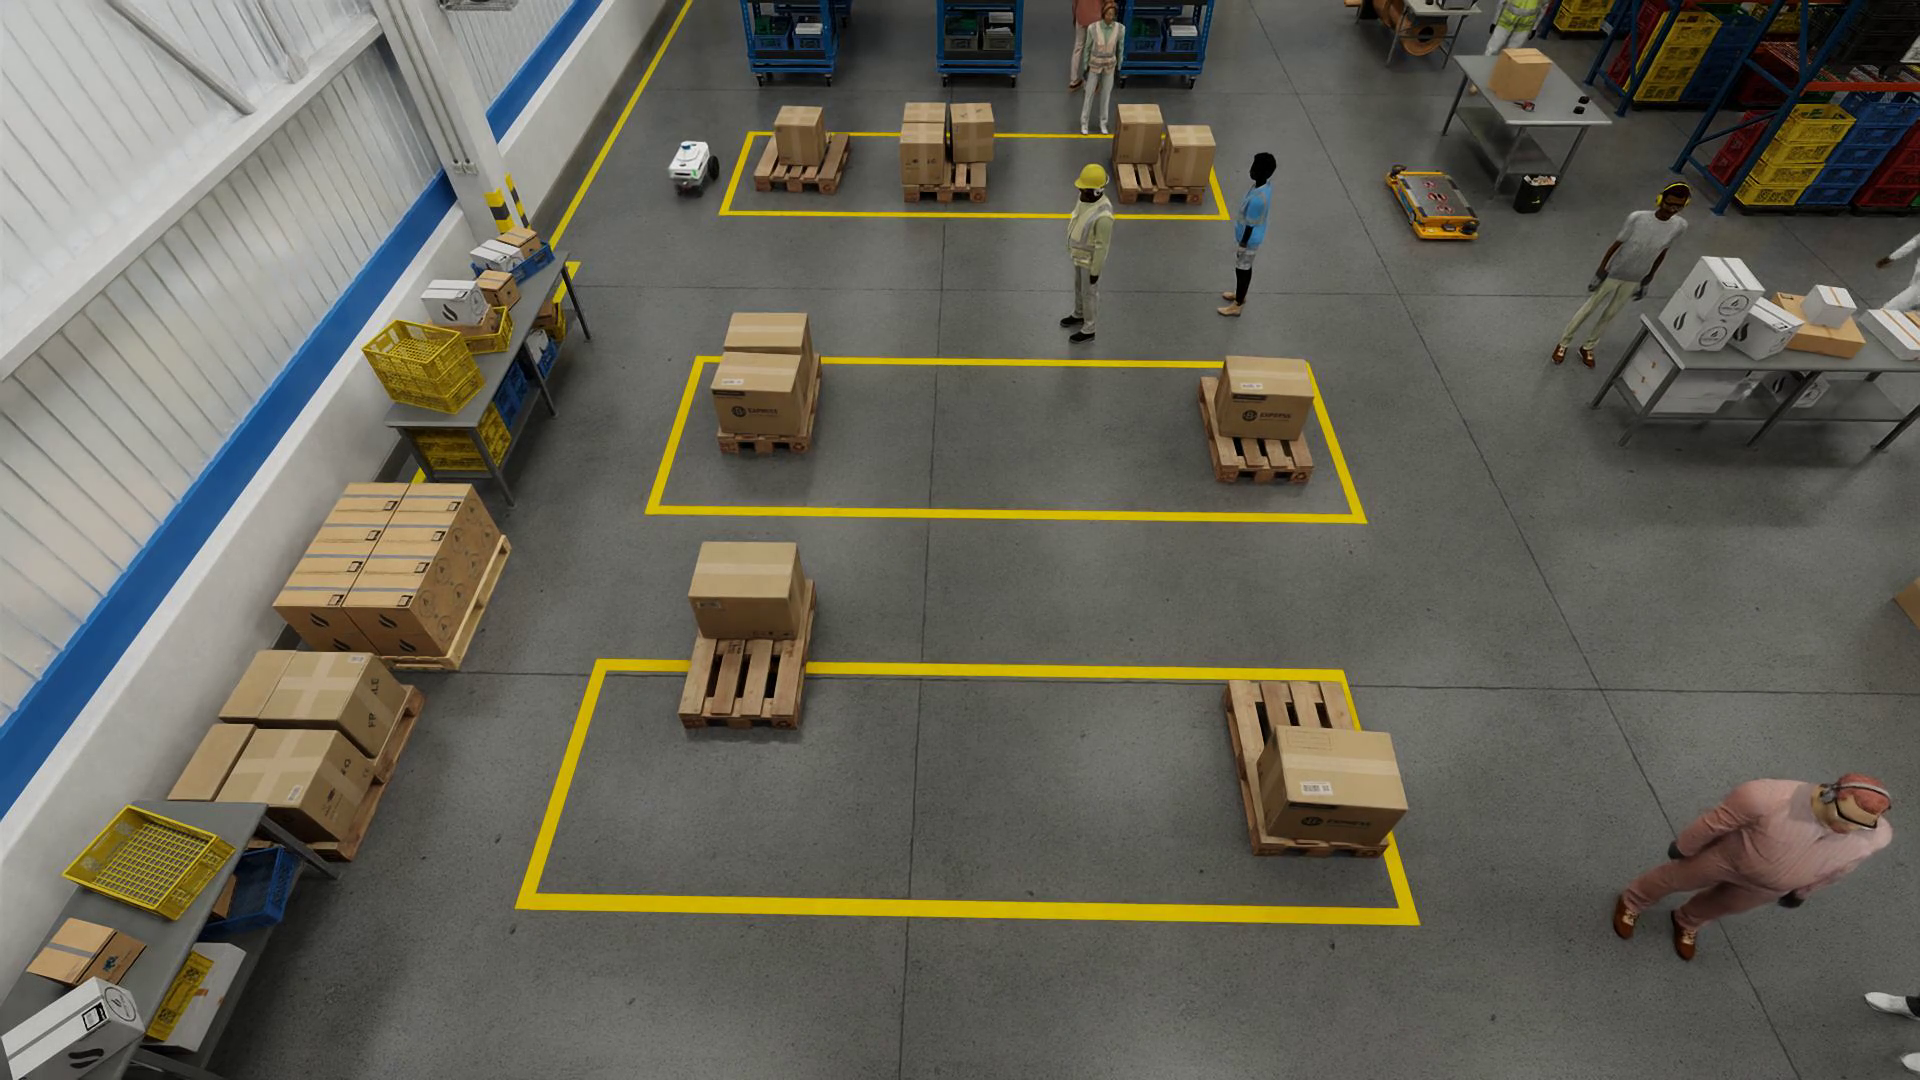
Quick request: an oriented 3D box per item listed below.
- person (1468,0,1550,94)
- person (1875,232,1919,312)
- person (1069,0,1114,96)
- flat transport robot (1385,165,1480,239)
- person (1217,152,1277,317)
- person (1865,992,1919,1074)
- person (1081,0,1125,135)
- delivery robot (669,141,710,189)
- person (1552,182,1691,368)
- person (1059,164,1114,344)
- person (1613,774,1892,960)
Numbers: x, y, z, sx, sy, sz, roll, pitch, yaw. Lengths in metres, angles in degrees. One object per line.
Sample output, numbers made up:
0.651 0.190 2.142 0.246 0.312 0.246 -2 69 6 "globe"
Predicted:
7.654 -7.110 12.642 0.619 1.838 0.430 16 51 13 "person"
9.251 -2.532 8.691 1.014 1.835 0.576 5 49 4 "person"
1.823 -7.175 12.608 0.627 1.979 0.411 29 55 23 "person"
5.692 -4.094 11.059 0.652 0.197 1.431 1 49 1 "flat transport robot"
2.906 -3.065 9.242 0.319 1.680 0.532 17 51 14 "person"
5.457 2.222 4.510 0.370 1.916 0.597 1 49 1 "person"
1.847 -6.127 11.925 0.518 1.632 0.313 -3 49 -2 "person"
-3.330 -4.652 11.295 0.477 0.478 0.707 2 49 2 "delivery robot"
6.217 -2.455 8.590 0.509 1.872 0.328 11 50 9 "person"
1.228 -2.774 8.897 0.403 1.823 0.596 -11 50 -9 "person"
4.232 1.752 4.933 0.657 1.900 0.394 17 51 15 "person"
